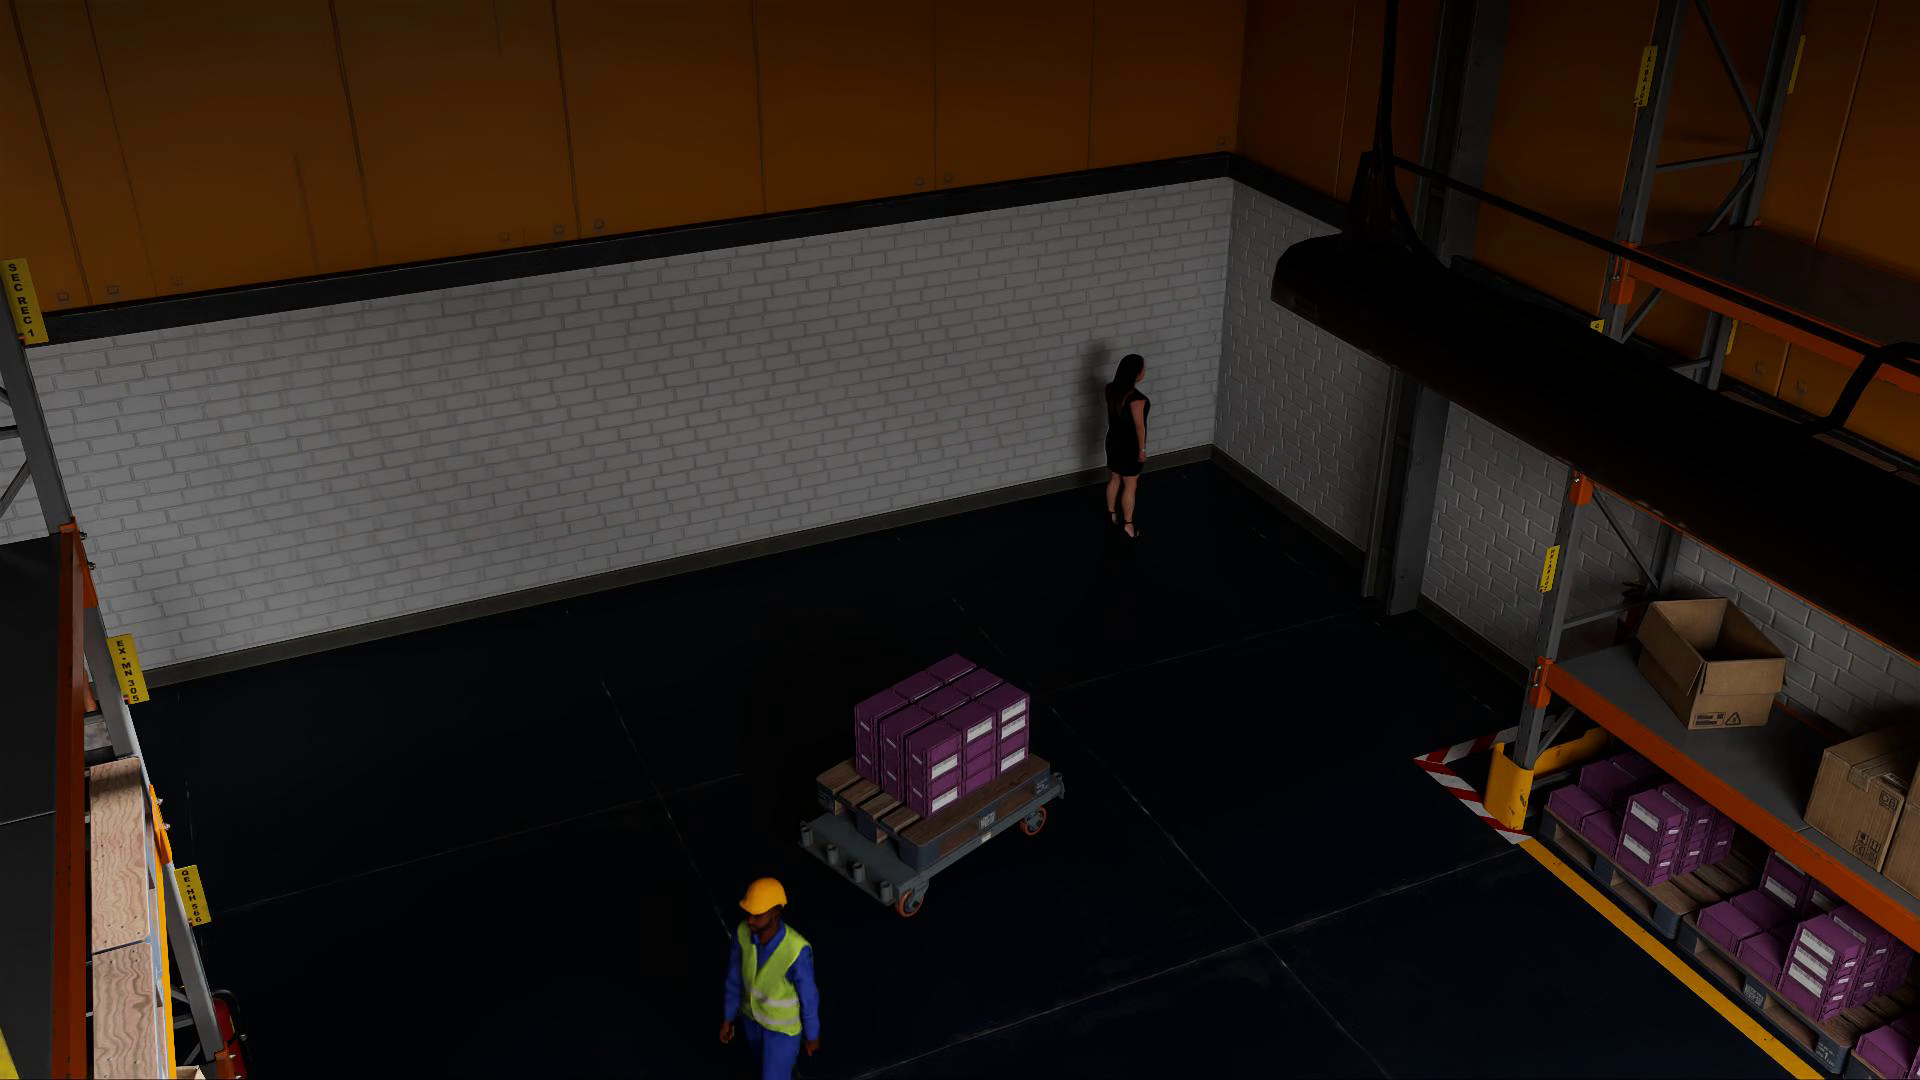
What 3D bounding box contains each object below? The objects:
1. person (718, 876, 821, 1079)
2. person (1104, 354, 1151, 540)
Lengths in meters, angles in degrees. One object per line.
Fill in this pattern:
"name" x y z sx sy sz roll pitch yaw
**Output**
"person" -0.908 2.432 8.594 0.718 1.802 0.830 23 36 35
"person" 1.459 -0.830 14.663 0.746 1.718 0.568 -17 33 -28
